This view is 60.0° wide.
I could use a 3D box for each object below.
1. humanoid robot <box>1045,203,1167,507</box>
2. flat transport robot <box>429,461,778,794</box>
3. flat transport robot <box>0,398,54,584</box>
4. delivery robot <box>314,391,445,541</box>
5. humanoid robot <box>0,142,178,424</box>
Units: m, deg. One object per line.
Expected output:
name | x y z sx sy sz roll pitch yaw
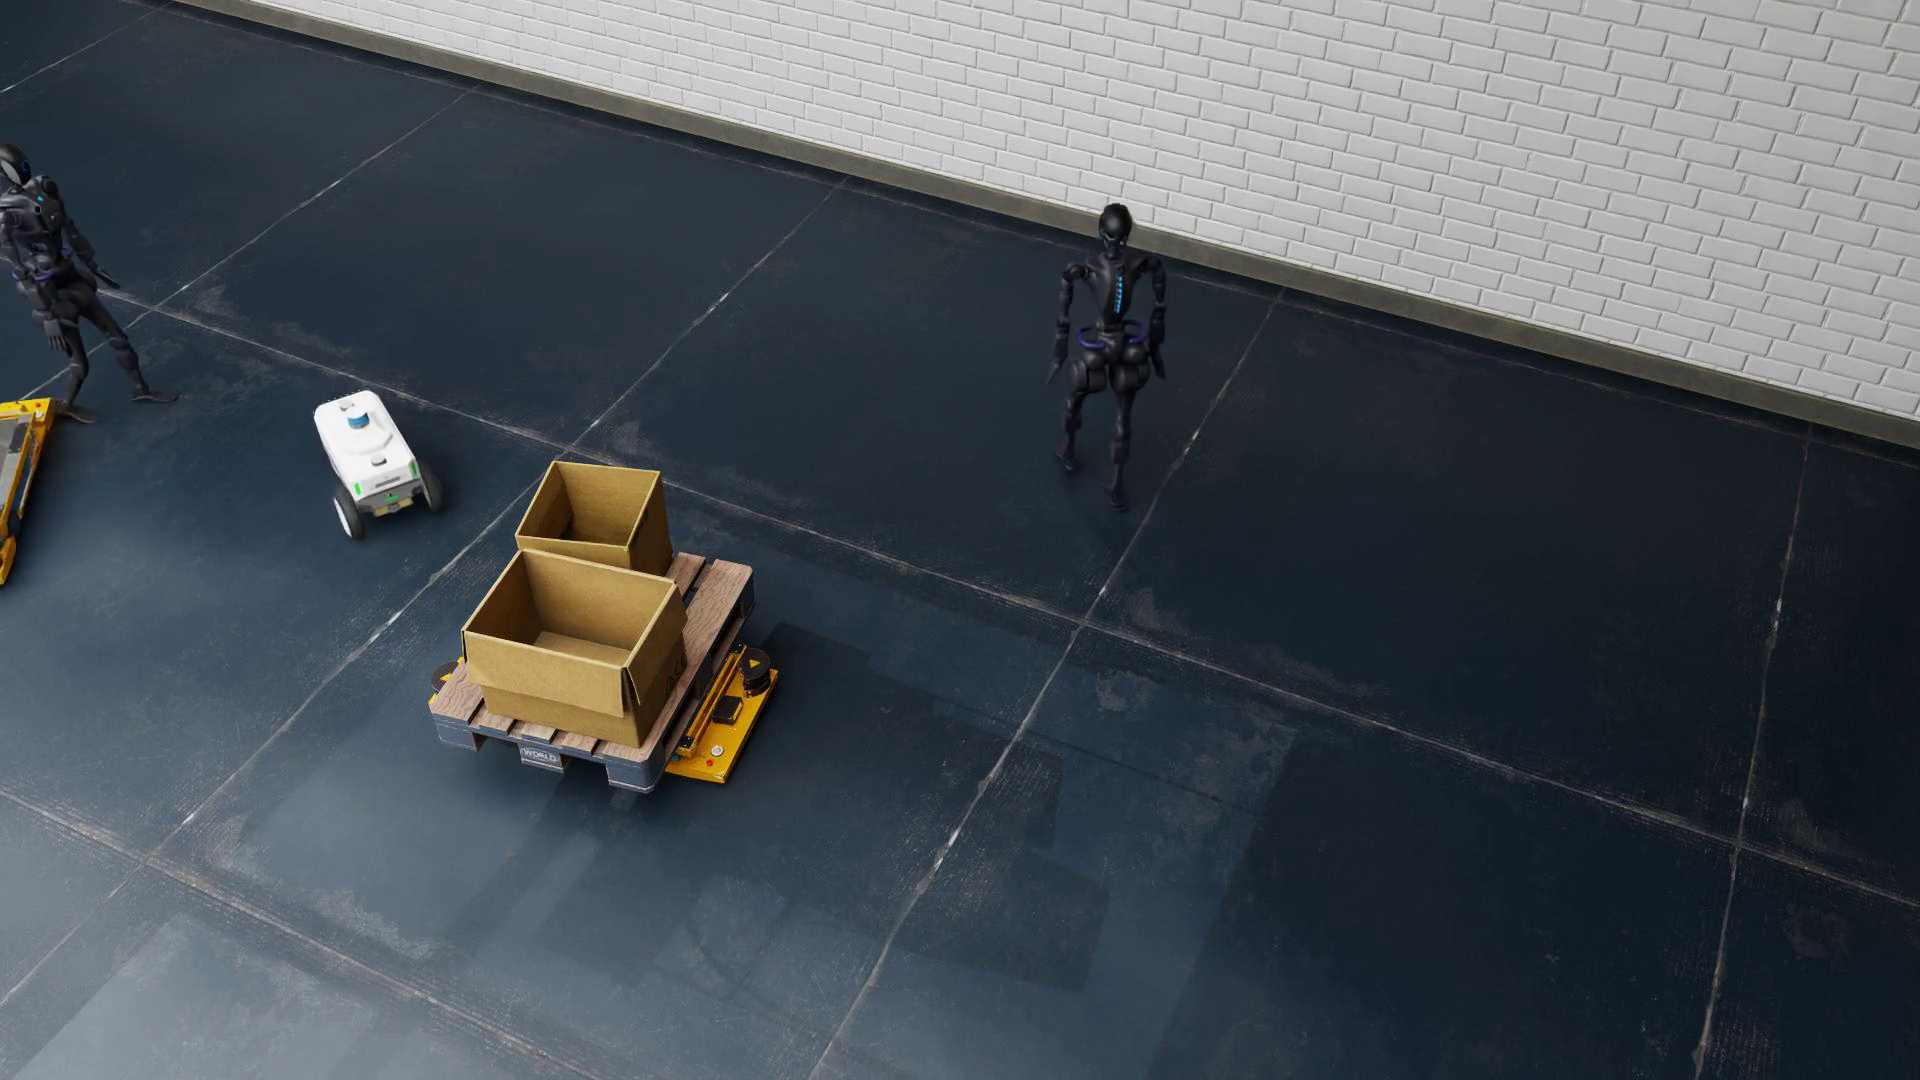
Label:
humanoid robot | 0.719 -0.951 8.257 0.616 1.634 0.656 -9 44 -9
flat transport robot | -1.615 0.662 7.541 1.431 0.231 0.659 11 44 12
flat transport robot | -5.139 -0.262 8.537 0.659 0.231 1.431 -9 44 -9
delivery robot | -3.004 -0.410 8.489 0.499 0.597 0.779 -23 48 -23
humanoid robot | -4.658 -1.308 8.643 0.605 1.642 0.588 2 43 2
